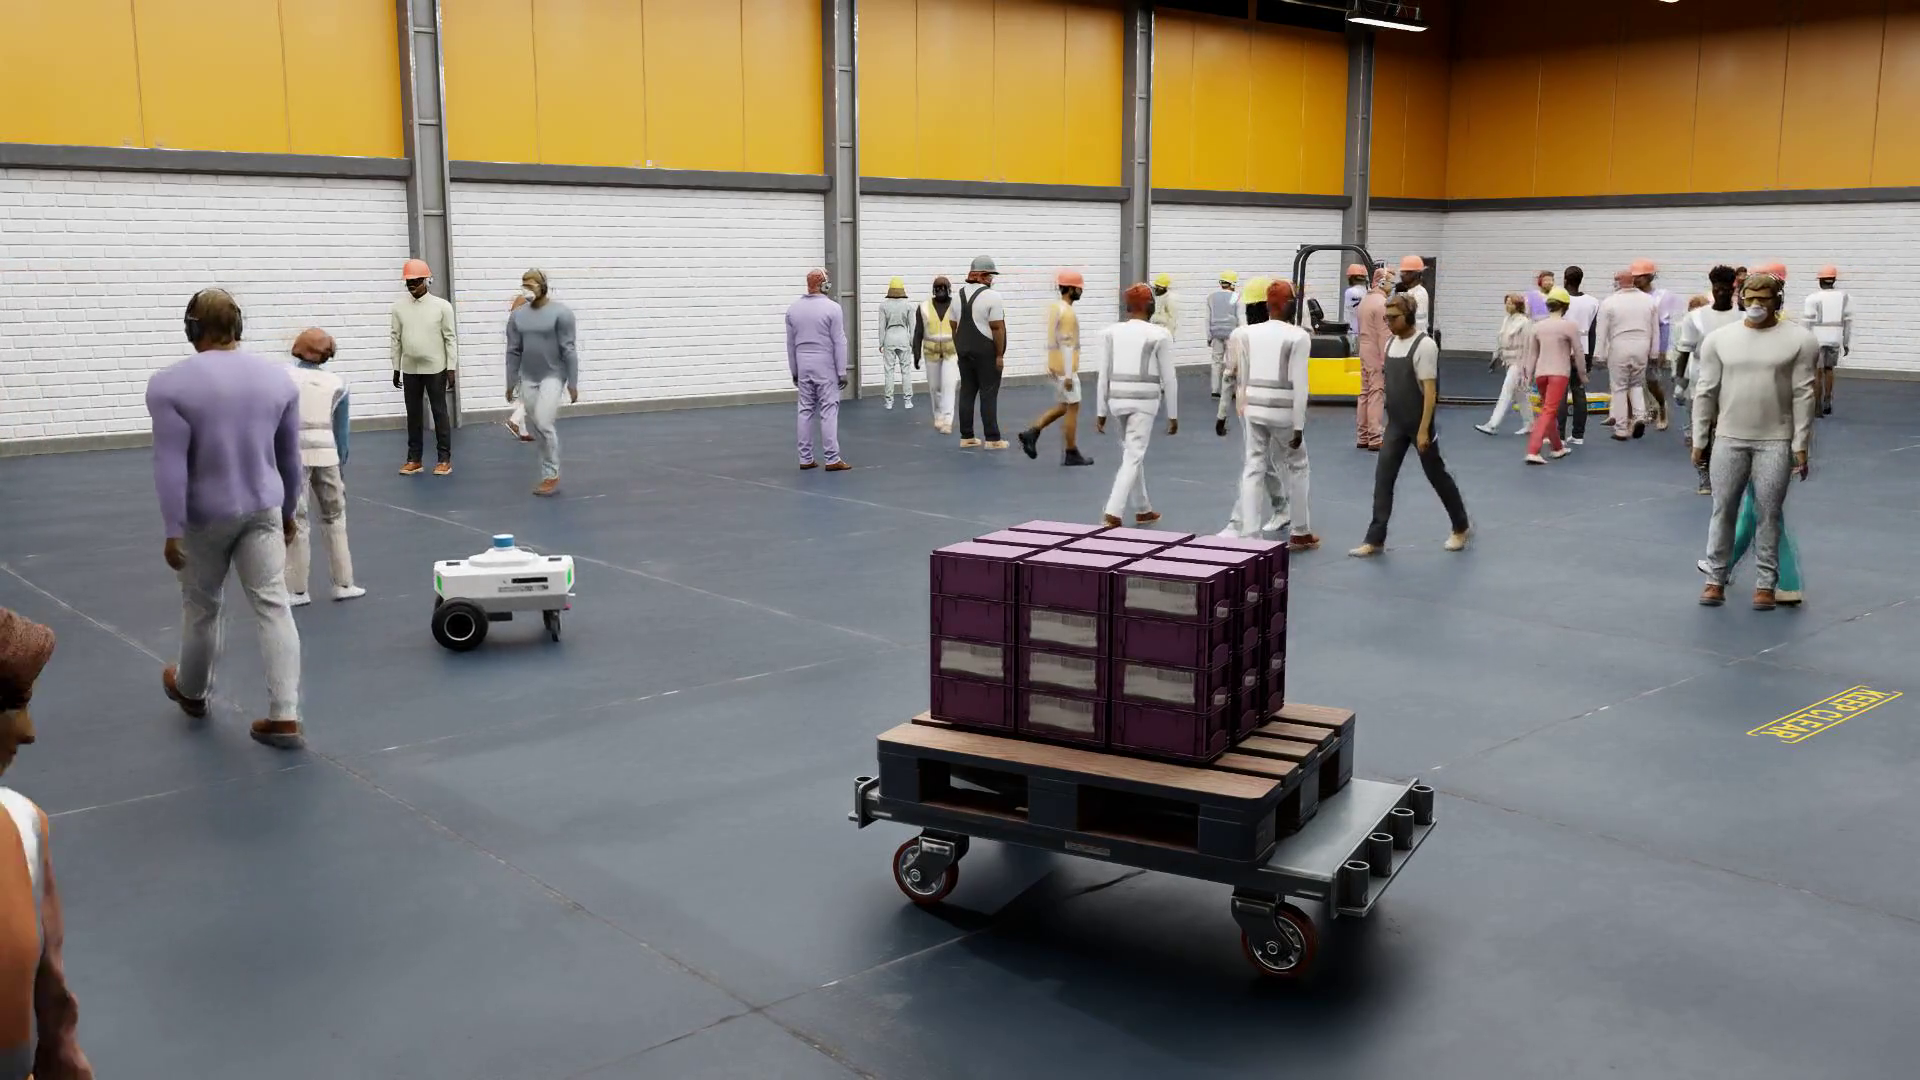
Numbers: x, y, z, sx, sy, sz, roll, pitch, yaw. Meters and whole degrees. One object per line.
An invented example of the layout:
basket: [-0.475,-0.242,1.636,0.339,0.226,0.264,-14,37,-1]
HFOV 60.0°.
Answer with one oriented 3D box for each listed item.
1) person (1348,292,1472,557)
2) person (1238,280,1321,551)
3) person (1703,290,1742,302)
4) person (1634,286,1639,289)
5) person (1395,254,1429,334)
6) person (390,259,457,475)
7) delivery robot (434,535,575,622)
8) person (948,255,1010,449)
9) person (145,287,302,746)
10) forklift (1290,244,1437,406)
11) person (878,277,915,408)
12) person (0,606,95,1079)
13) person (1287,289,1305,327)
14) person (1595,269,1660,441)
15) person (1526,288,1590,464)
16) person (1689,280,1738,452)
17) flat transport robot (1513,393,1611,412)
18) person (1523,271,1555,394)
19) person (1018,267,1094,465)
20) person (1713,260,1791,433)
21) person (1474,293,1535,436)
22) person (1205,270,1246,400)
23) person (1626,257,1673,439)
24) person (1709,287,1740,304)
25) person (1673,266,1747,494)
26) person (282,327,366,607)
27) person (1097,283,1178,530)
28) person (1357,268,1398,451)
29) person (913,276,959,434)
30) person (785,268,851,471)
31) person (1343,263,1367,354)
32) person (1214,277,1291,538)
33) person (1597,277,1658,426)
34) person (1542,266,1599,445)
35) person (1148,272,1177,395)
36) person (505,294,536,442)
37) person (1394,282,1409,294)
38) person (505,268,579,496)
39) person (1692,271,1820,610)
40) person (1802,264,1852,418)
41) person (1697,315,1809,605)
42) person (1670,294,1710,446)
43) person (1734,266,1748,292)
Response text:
person: [3.116,-0.783,11.289,0.991,1.799,0.544,-5,11,-27]
person: [2.197,-0.831,11.352,0.581,1.860,0.782,9,13,41]
person: [10.872,-2.938,23.850,0.633,1.787,0.975,1,10,8]
person: [10.314,-3.200,25.370,0.903,1.801,0.656,-7,12,-34]
person: [5.055,-2.183,18.715,0.385,2.043,0.610,1,10,4]
person: [-4.968,-1.589,15.377,0.630,1.992,0.398,1,10,7]
delivery robot: [-2.388,0.216,8.747,0.707,0.478,0.477,-3,10,-14]
person: [0.240,-1.981,17.539,0.681,2.000,0.536,9,13,43]
person: [-3.103,-0.110,7.020,1.033,1.884,0.654,9,13,43]
forklift: [5.256,-2.933,22.661,2.313,2.155,1.214,3,10,16]
person: [-0.842,-2.619,22.150,0.492,1.741,0.319,-1,10,-3]
person: [-1.324,0.884,2.042,0.327,1.609,0.617,2,10,12]
person: [5.206,-3.228,26.175,0.872,1.584,0.515,9,13,43]
person: [7.334,-2.025,18.309,0.694,1.874,0.485,0,10,3]
person: [5.824,-1.605,16.296,0.925,1.718,0.538,-7,12,-34]
person: [7.526,-1.720,16.470,0.555,1.875,0.978,8,12,38]
flat transport robot: [7.957,-1.773,21.492,1.431,0.197,0.652,-3,10,-19]
person: [8.104,-2.792,22.945,0.583,1.805,0.918,-2,10,-14]
person: [0.955,-1.658,15.997,0.650,1.924,0.564,-2,10,-11]
person: [7.984,-1.802,16.660,0.522,1.979,0.636,0,10,-1]
person: [6.174,-1.962,18.700,0.863,1.597,0.510,-2,10,-9]
person: [3.757,-2.890,23.465,0.602,1.831,0.404,7,12,34]
person: [7.680,-2.142,18.575,0.830,2.013,0.620,-8,13,-41]
person: [9.005,-2.175,19.376,0.661,1.818,1.140,0,10,-1]
person: [6.310,-1.303,13.870,0.646,1.929,0.889,4,11,23]
person: [-3.809,-0.416,9.636,0.326,1.613,0.618,9,13,41]
person: [1.269,-0.959,12.184,0.591,1.839,0.984,7,12,35]
person: [4.371,-1.877,17.341,0.406,1.902,0.639,-1,10,-7]
person: [-0.211,-2.159,19.286,0.639,1.810,0.920,1,10,5]
person: [-1.320,-1.604,15.718,0.636,1.911,0.404,6,11,30]
person: [5.878,-3.119,24.564,0.696,1.916,0.554,9,13,42]
person: [2.154,-0.944,11.963,0.987,1.879,0.615,-8,13,-40]
person: [8.064,-2.268,19.879,0.903,1.819,0.553,-5,11,-28]
person: [6.550,-1.975,17.858,0.599,1.917,0.377,-3,10,-16]
person: [2.904,-2.977,24.090,0.427,1.793,0.621,-2,10,-14]
person: [-4.763,-1.846,17.984,0.512,1.622,0.415,8,12,39]
person: [6.632,-3.026,24.820,0.854,1.643,0.585,2,10,11]
person: [-3.561,-1.313,13.991,0.649,1.917,0.614,5,11,25]
person: [4.548,-0.566,9.568,0.636,1.936,0.377,6,11,30]
person: [10.870,-2.502,20.929,0.583,1.918,0.497,1,10,4]
person: [4.730,-0.507,9.867,0.533,1.700,0.936,-3,10,-19]
person: [7.843,-1.800,17.714,0.519,1.616,0.346,5,11,27]
person: [11.475,-3.104,24.607,0.520,1.874,0.332,-3,10,-17]
